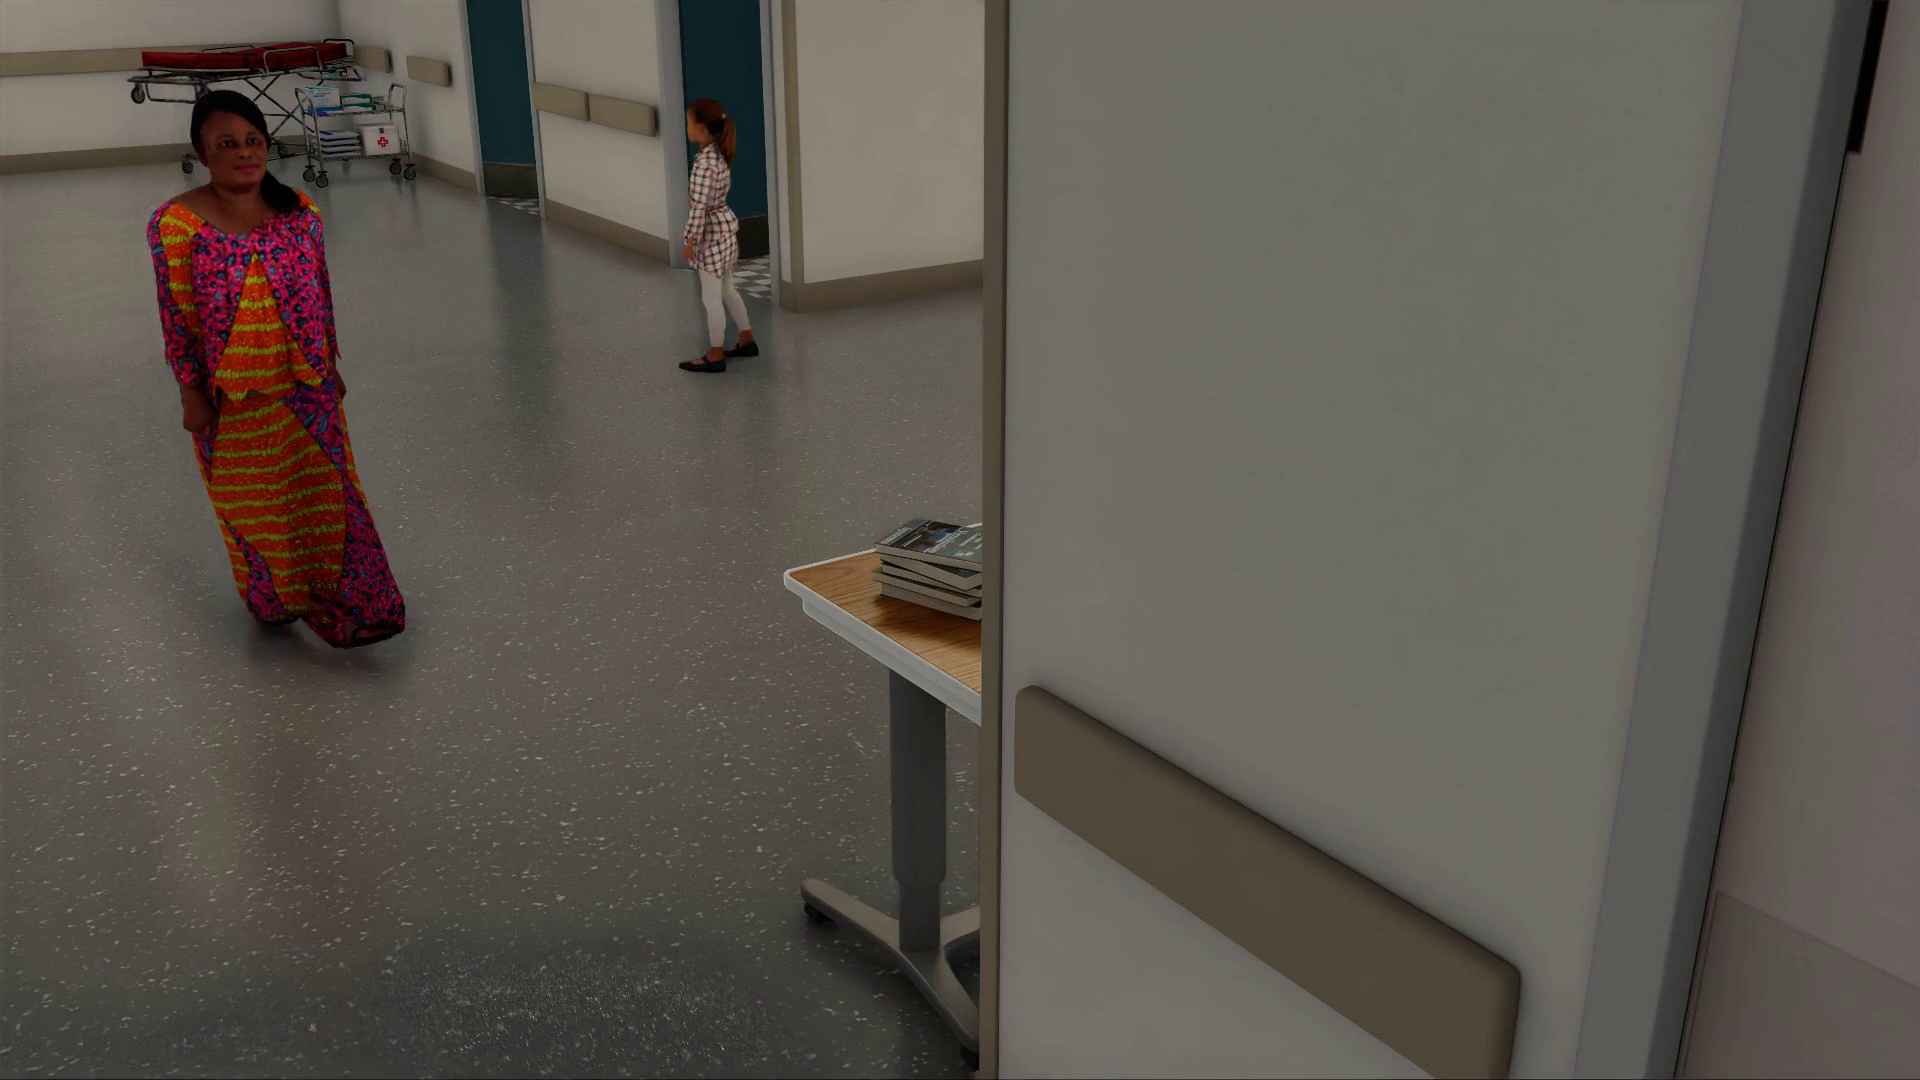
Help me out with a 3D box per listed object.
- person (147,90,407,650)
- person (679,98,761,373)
[{"bbox_3d":[-2.099,-0.500,4.972,0.669,1.647,1.045,-15,25,-34],"label":"person"},{"bbox_3d":[-1.168,-1.472,8.034,0.750,1.311,0.687,1,21,3],"label":"person"}]
